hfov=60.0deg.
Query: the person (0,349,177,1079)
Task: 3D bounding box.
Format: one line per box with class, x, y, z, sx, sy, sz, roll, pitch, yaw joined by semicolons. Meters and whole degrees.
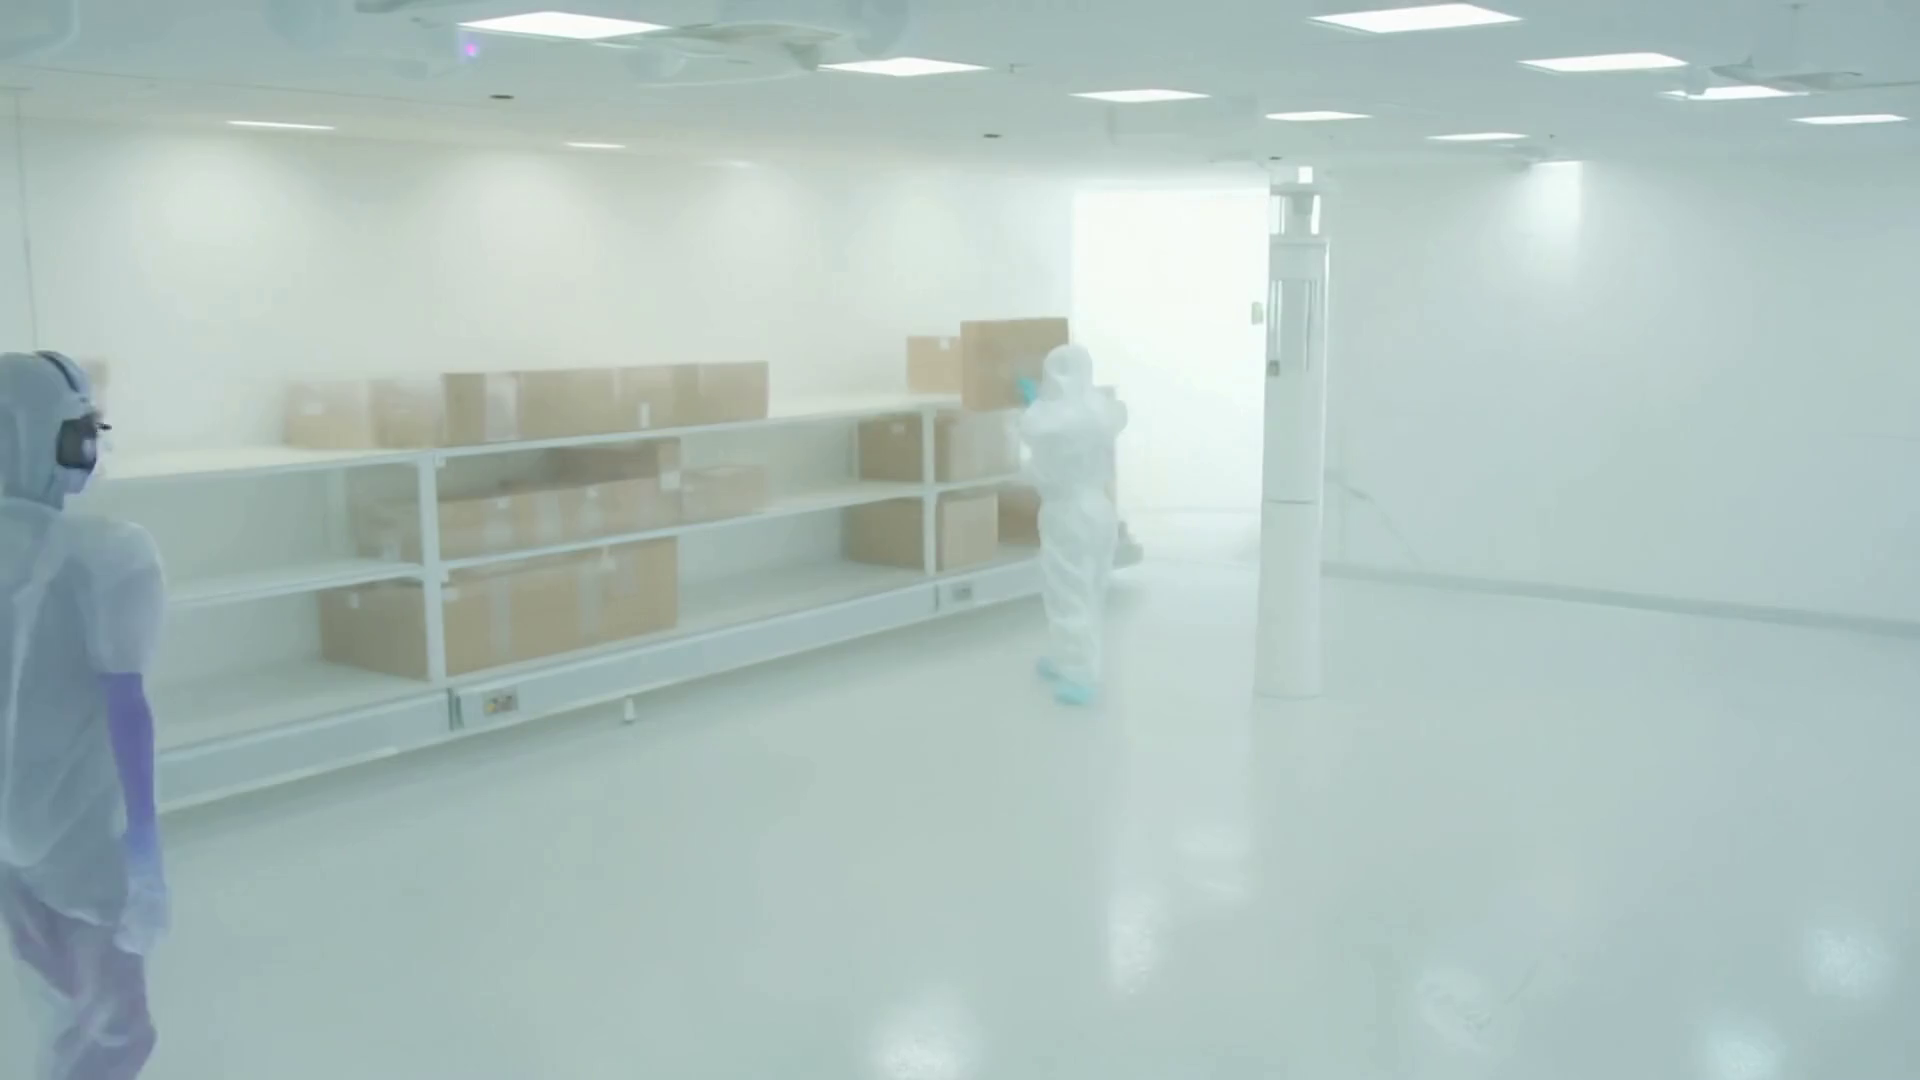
person;-1.708;0.586;3.004;0.555;1.839;0.631;2;10;13
